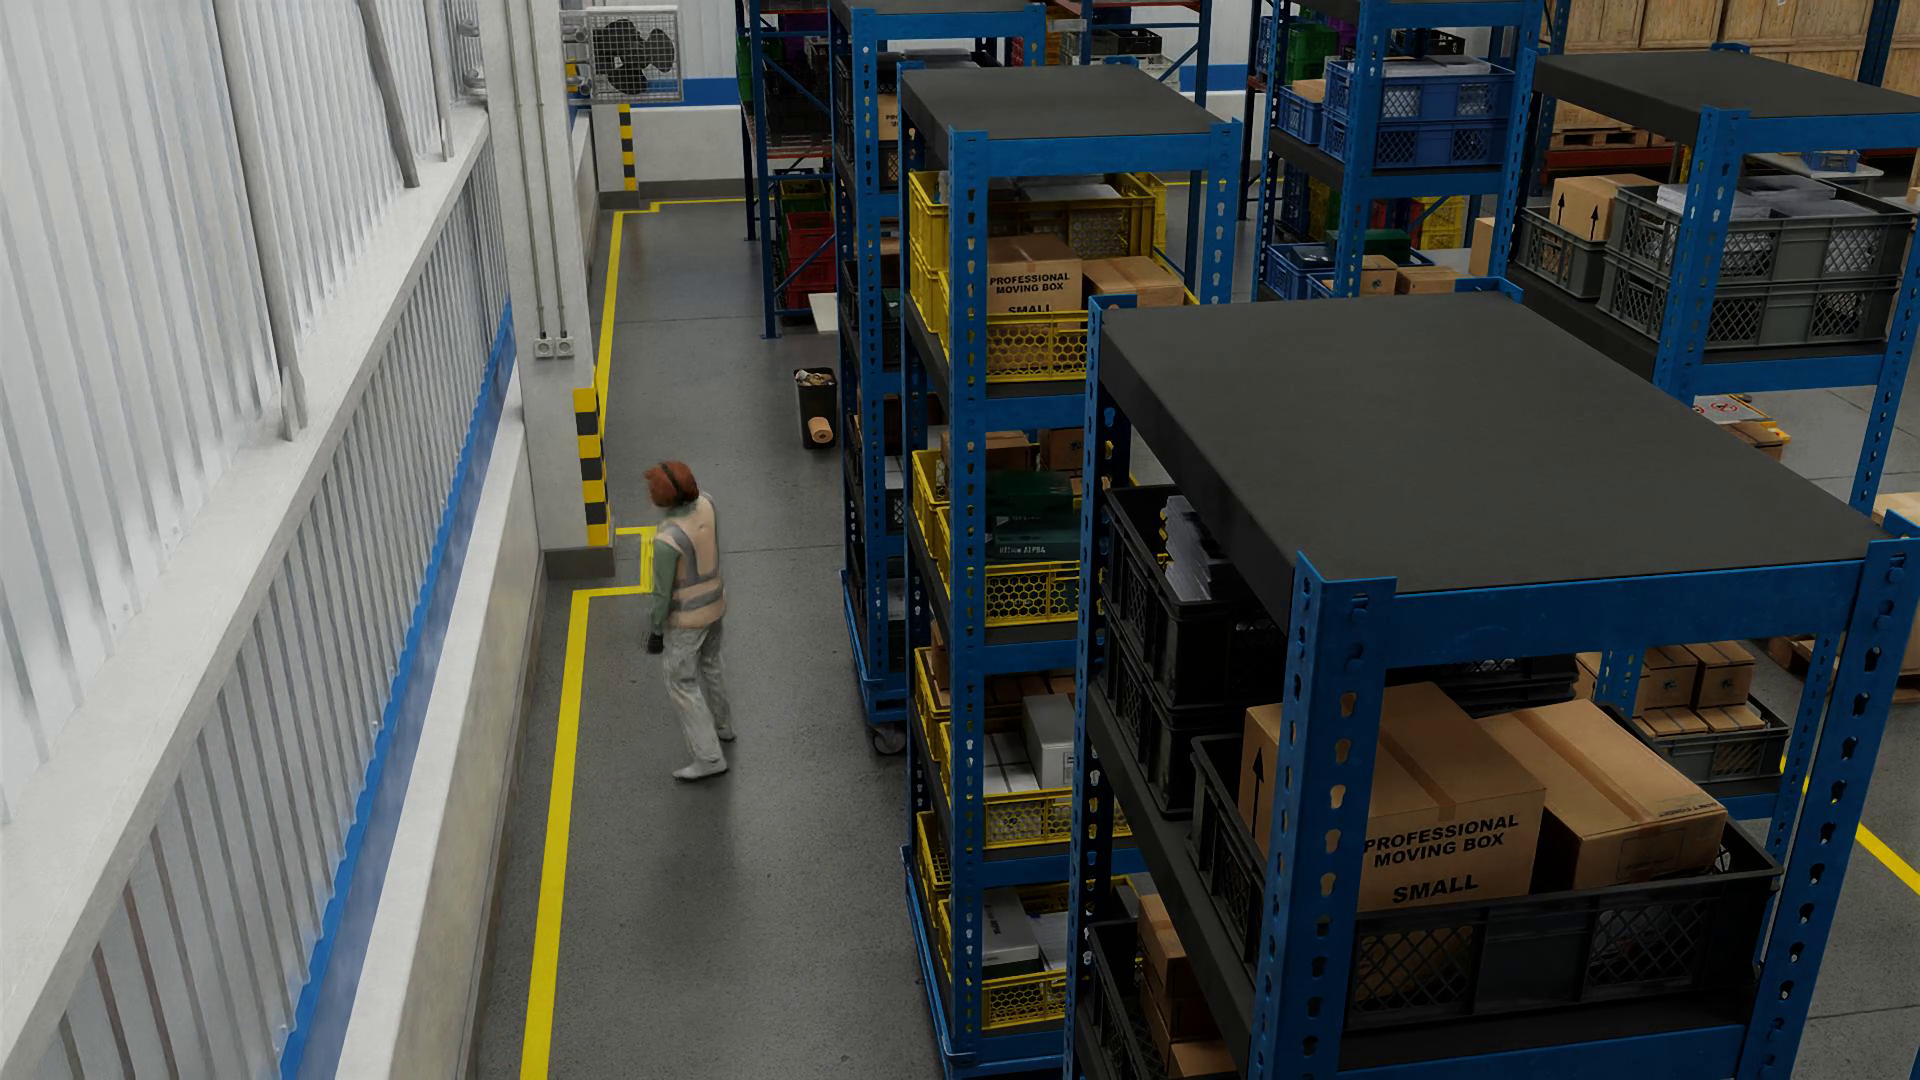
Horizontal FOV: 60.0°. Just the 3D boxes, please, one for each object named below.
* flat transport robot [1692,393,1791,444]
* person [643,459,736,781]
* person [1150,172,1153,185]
[{"bbox_3d":[5.224,-0.859,12.132,1.431,0.197,0.652,-4,25,-8],"label":"flat transport robot"},{"bbox_3d":[-1.258,0.345,7.914,0.340,1.625,0.558,8,26,18],"label":"person"},{"bbox_3d":[1.789,-3.966,16.971,0.576,1.881,0.352,-15,29,-30],"label":"person"}]
